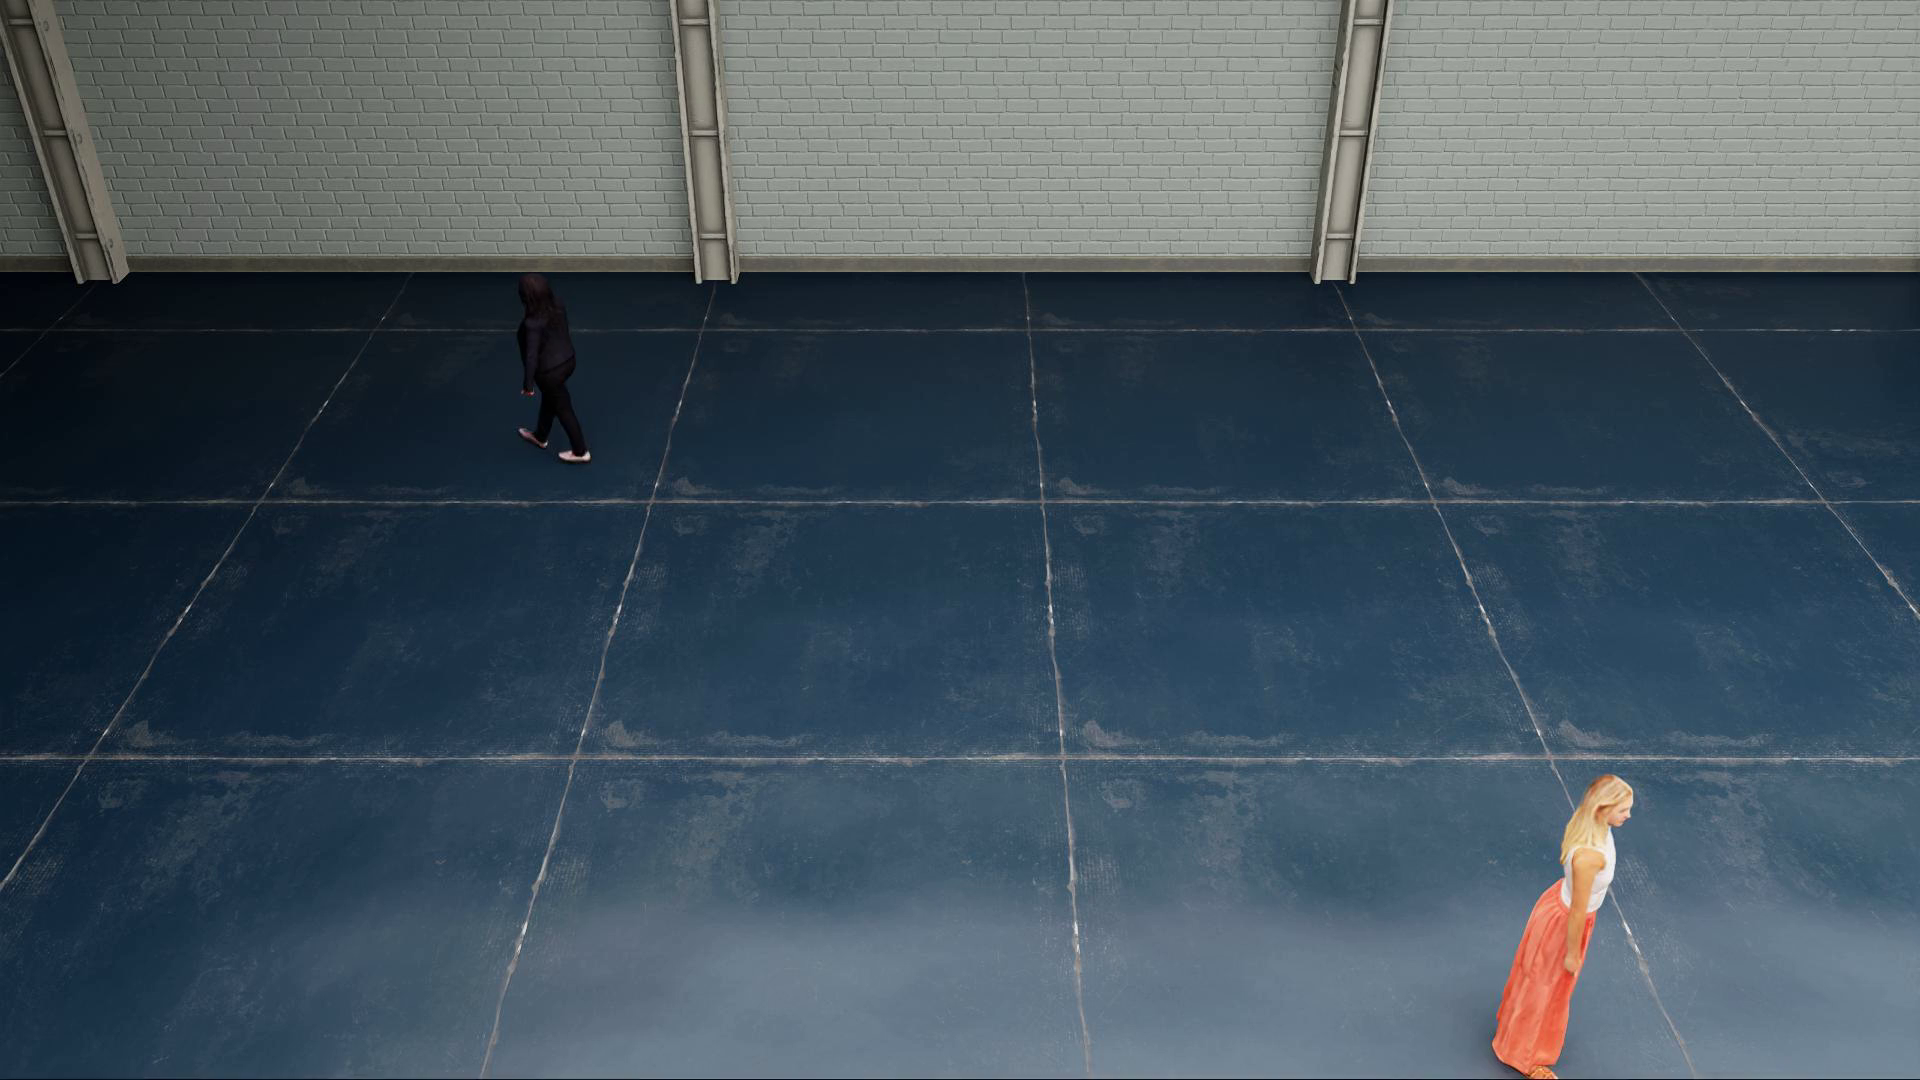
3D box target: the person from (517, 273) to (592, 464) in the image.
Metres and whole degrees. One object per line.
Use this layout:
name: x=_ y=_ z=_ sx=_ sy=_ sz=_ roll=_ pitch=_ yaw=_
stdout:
person: x=-3.073 y=-1.298 z=12.826 sx=0.958 sy=1.590 sz=0.780 roll=7 pitch=34 yaw=11

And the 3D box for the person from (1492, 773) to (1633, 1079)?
person: x=2.856 y=1.811 z=7.849 sx=0.728 sy=1.805 sz=0.719 roll=15 pitch=36 yaw=22
